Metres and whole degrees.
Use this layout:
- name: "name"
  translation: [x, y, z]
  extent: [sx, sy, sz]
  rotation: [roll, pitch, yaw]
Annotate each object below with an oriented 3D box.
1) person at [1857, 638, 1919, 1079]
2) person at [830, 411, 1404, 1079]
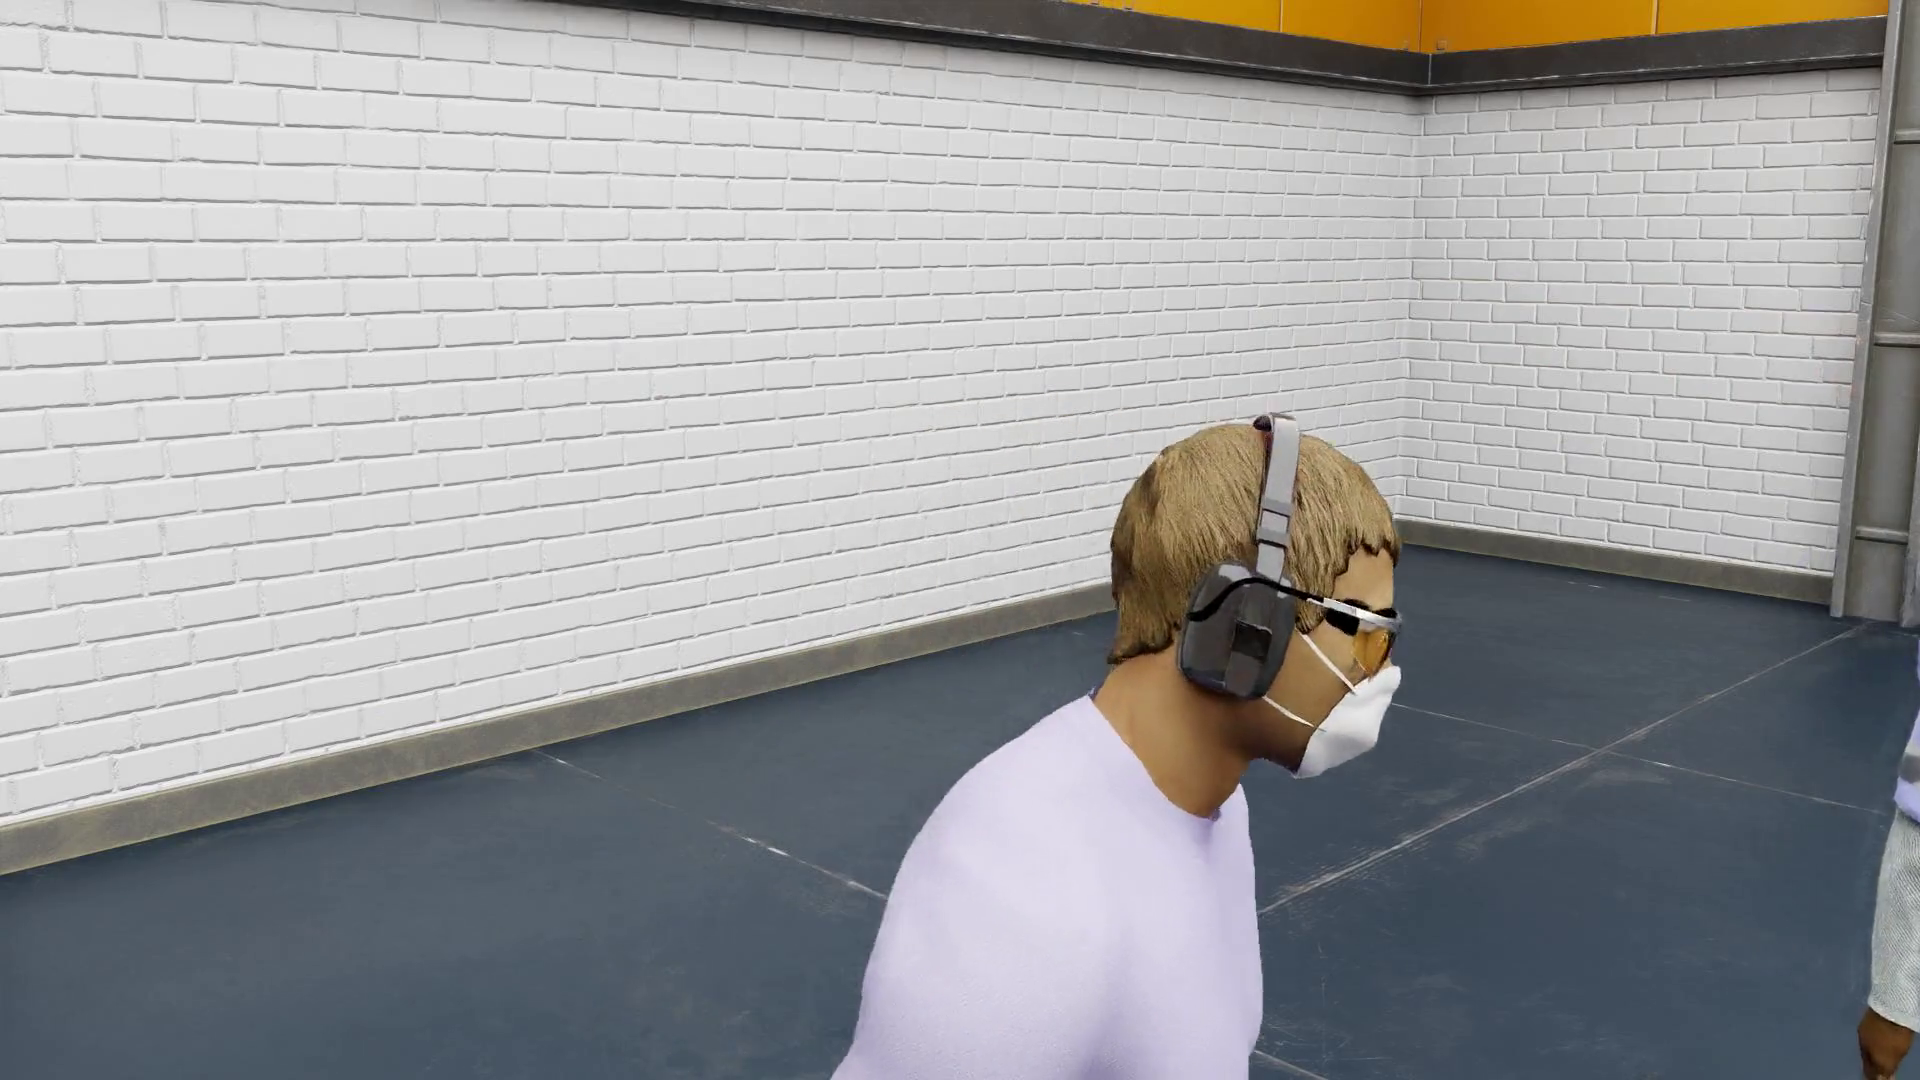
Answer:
- name: "person"
  translation: [1.684, 0.653, 2.399]
  extent: [0.569, 1.882, 0.976]
  rotation: [-2, 11, -13]
- name: "person"
  translation: [0.052, 0.830, 1.464]
  extent: [0.702, 1.878, 0.656]
  rotation: [3, 11, 15]
